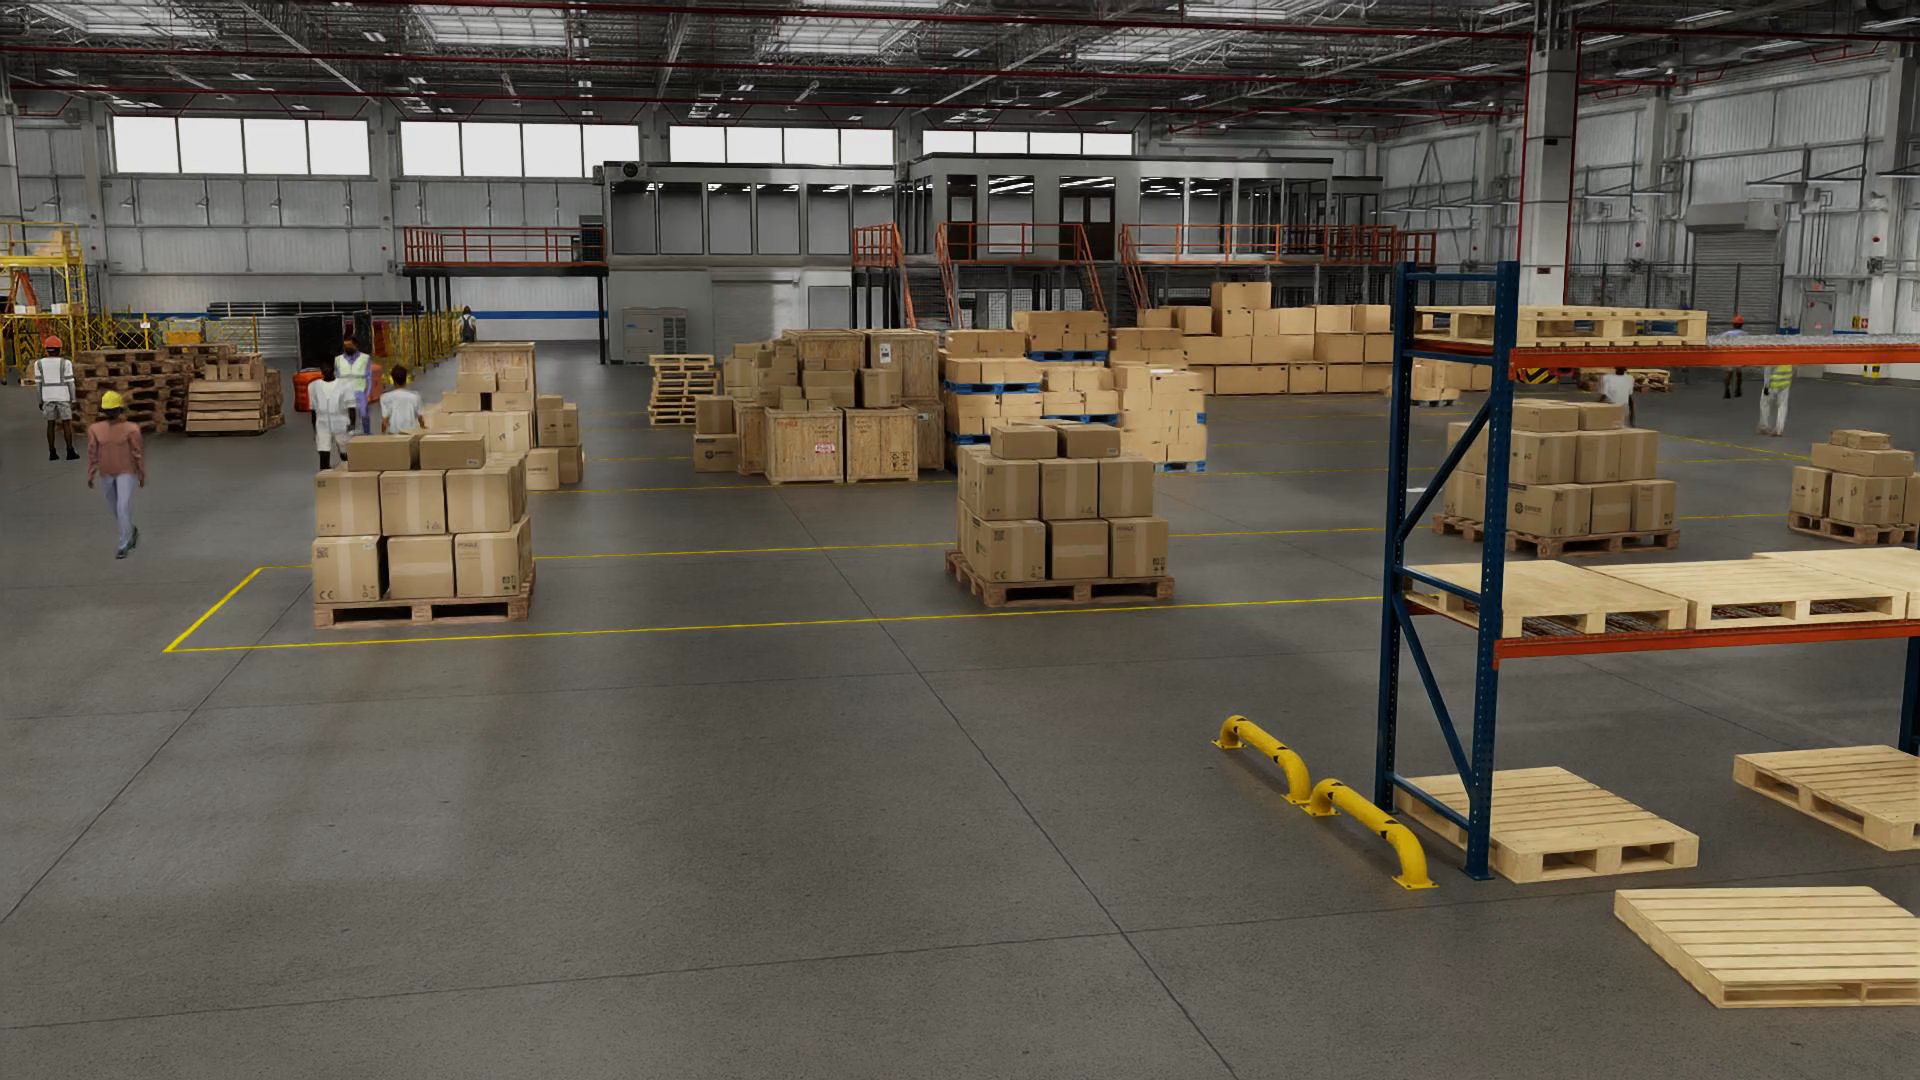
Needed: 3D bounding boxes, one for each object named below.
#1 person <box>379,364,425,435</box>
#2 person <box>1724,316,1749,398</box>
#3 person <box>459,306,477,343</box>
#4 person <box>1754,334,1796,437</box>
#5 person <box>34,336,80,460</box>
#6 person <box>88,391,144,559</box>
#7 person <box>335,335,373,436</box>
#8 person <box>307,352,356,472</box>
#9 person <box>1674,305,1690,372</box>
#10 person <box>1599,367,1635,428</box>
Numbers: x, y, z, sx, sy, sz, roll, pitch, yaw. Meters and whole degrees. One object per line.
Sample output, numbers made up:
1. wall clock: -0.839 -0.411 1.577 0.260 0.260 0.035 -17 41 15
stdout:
1. person: -6.621 -1.160 19.809 0.537 1.855 0.579 -5 10 -26
2. person: 17.852 -4.210 38.322 0.565 1.889 1.007 7 12 38
3. person: -14.809 -6.124 50.097 0.505 1.847 0.344 0 9 -1
4. person: 14.545 -2.765 29.706 0.647 1.812 0.771 -1 9 -6
5. person: -14.094 -2.209 25.959 0.551 1.935 0.375 -2 10 -12
6. person: -8.787 -0.705 17.400 0.526 1.740 0.769 -1 9 -4
7. person: -10.082 -2.479 27.721 0.595 1.897 0.802 -2 10 -12
8. person: -8.067 -1.467 21.467 0.606 1.937 0.916 -1 9 -6
9. person: 20.830 -5.795 47.874 0.607 1.920 0.820 -2 10 -15
10. person: 9.059 -1.668 22.885 0.548 1.859 0.385 -3 10 -15
